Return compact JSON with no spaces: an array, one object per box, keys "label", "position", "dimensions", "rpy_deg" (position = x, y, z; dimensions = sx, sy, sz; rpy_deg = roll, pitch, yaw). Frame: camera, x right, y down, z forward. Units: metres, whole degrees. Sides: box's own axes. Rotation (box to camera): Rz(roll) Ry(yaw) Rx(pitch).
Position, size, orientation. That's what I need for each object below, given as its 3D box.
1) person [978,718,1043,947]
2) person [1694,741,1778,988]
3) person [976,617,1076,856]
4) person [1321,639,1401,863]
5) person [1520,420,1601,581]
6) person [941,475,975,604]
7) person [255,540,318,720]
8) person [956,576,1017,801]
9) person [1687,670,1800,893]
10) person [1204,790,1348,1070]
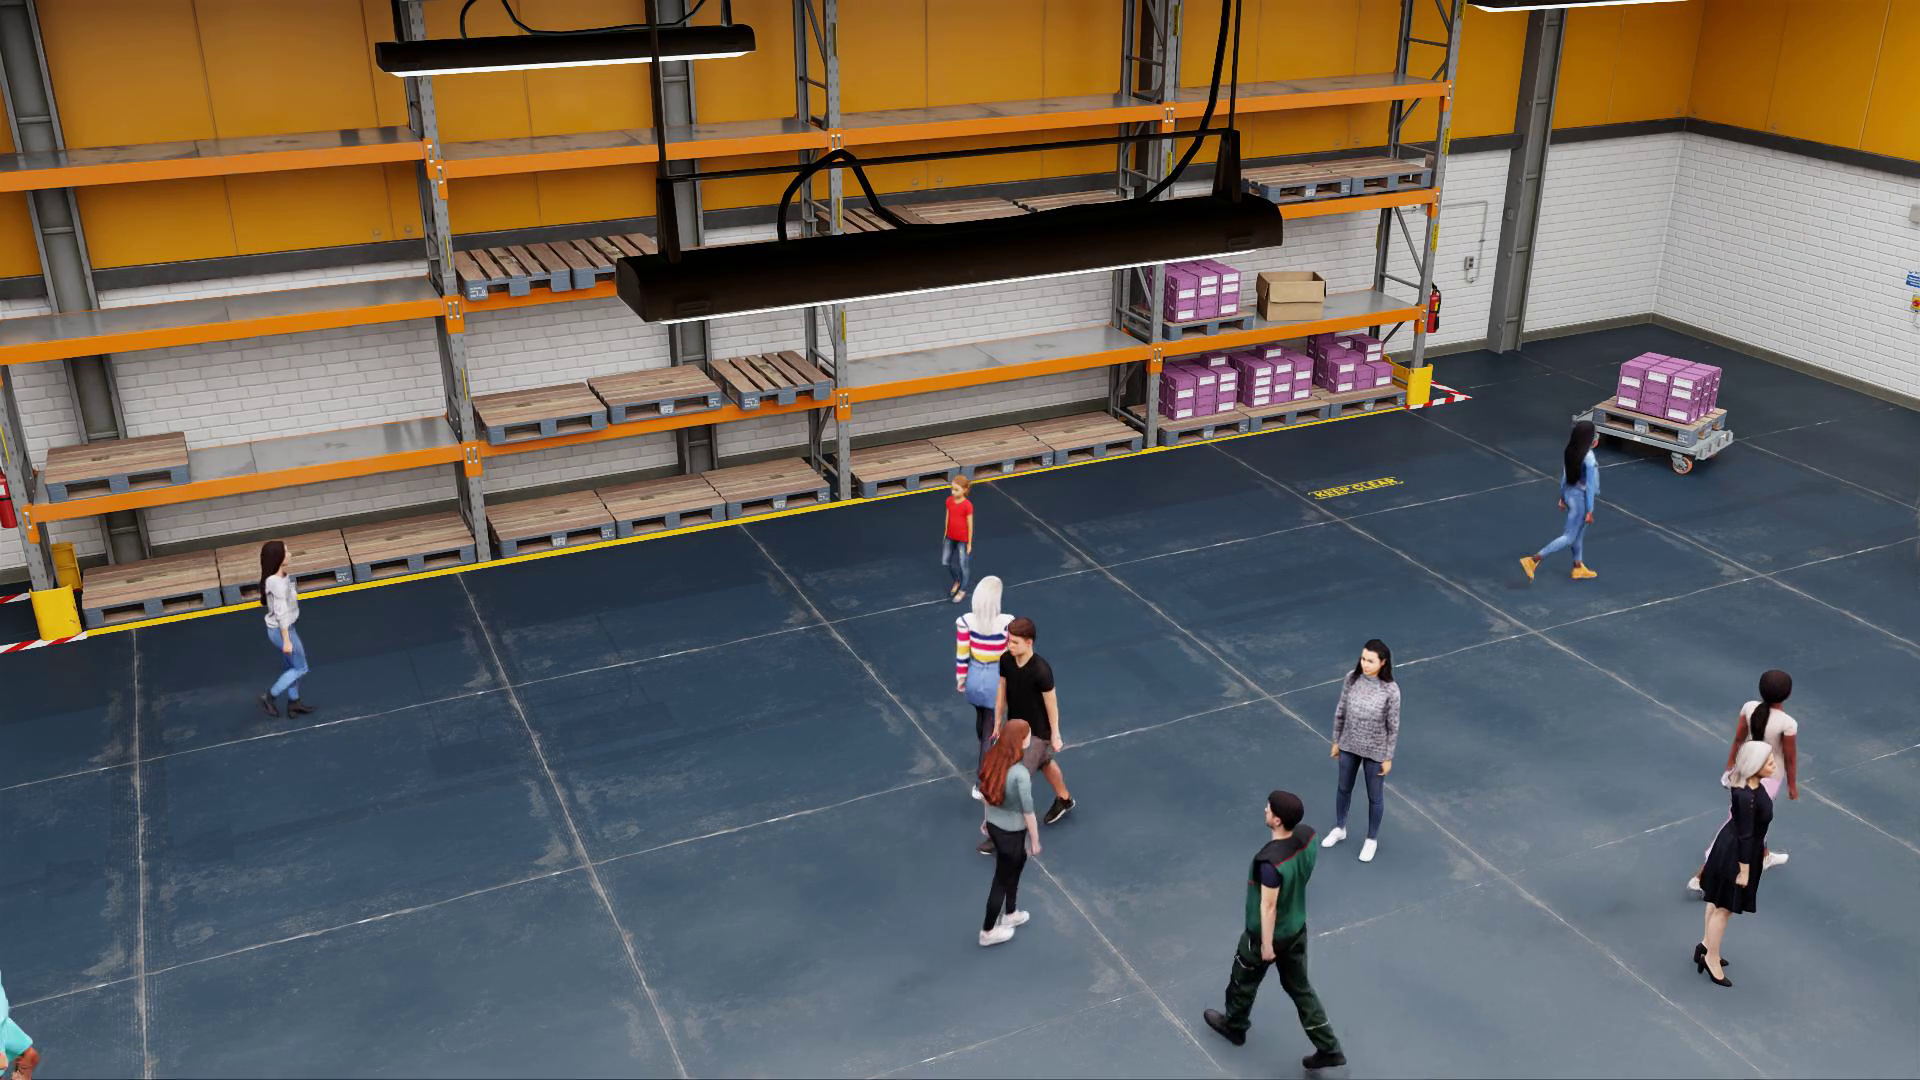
[{"label":"person","position":[0.236,1.978,11.008],"dimensions":[0.694,1.727,0.642],"rpy_deg":[-14,27,-30]},{"label":"person","position":[5.034,2.069,10.774],"dimensions":[0.755,1.747,0.693],"rpy_deg":[9,25,19]},{"label":"person","position":[0.591,1.381,12.273],"dimensions":[1.313,1.806,0.889],"rpy_deg":[-19,30,-36]},{"label":"person","position":[2.945,1.500,12.093],"dimensions":[0.693,1.732,0.683],"rpy_deg":[17,29,33]},{"label":"person","position":[5.984,-0.340,16.360],"dimensions":[1.178,1.686,0.830],"rpy_deg":[-4,24,-8]},{"label":"person","position":[0.026,-0.039,16.146],"dimensions":[0.583,1.306,0.627],"rpy_deg":[16,28,32]},{"label":"person","position":[-5.719,0.792,13.855],"dimensions":[0.708,1.619,0.637],"rpy_deg":[-12,26,-25]},{"label":"person","position":[0.199,1.159,12.824],"dimensions":[1.165,1.772,1.179],"rpy_deg":[6,24,13]},{"label":"person","position":[5.497,1.733,11.607],"dimensions":[1.195,1.695,0.629],"rpy_deg":[-9,25,-19]},{"label":"person","position":[1.981,2.365,9.943],"dimensions":[1.067,1.870,1.245],"rpy_deg":[21,31,39]}]
